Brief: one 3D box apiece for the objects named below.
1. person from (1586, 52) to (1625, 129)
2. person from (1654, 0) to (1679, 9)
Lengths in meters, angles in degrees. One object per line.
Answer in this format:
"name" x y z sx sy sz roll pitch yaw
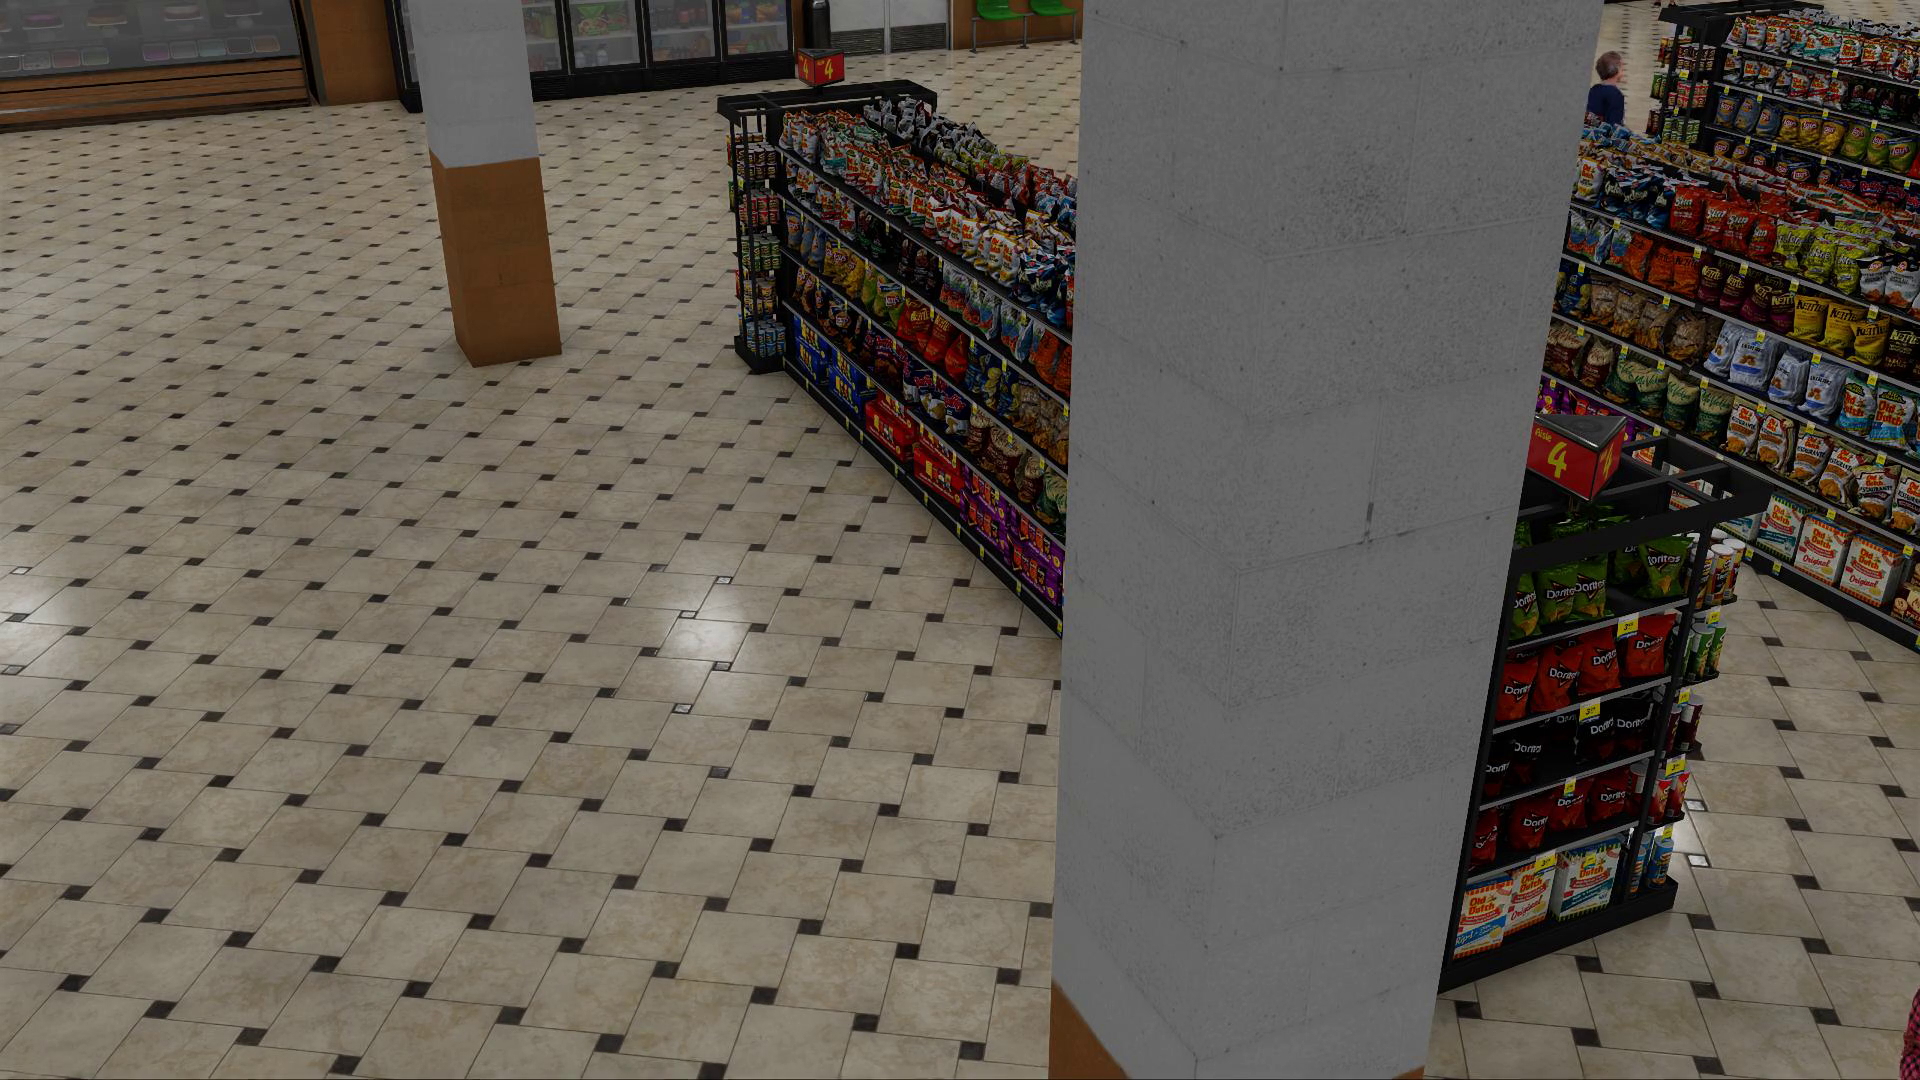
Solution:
"person" 5.719 -3.407 14.891 0.813 1.869 0.647 3 27 7
"person" 11.750 -9.656 27.371 0.573 1.726 0.694 21 34 35
